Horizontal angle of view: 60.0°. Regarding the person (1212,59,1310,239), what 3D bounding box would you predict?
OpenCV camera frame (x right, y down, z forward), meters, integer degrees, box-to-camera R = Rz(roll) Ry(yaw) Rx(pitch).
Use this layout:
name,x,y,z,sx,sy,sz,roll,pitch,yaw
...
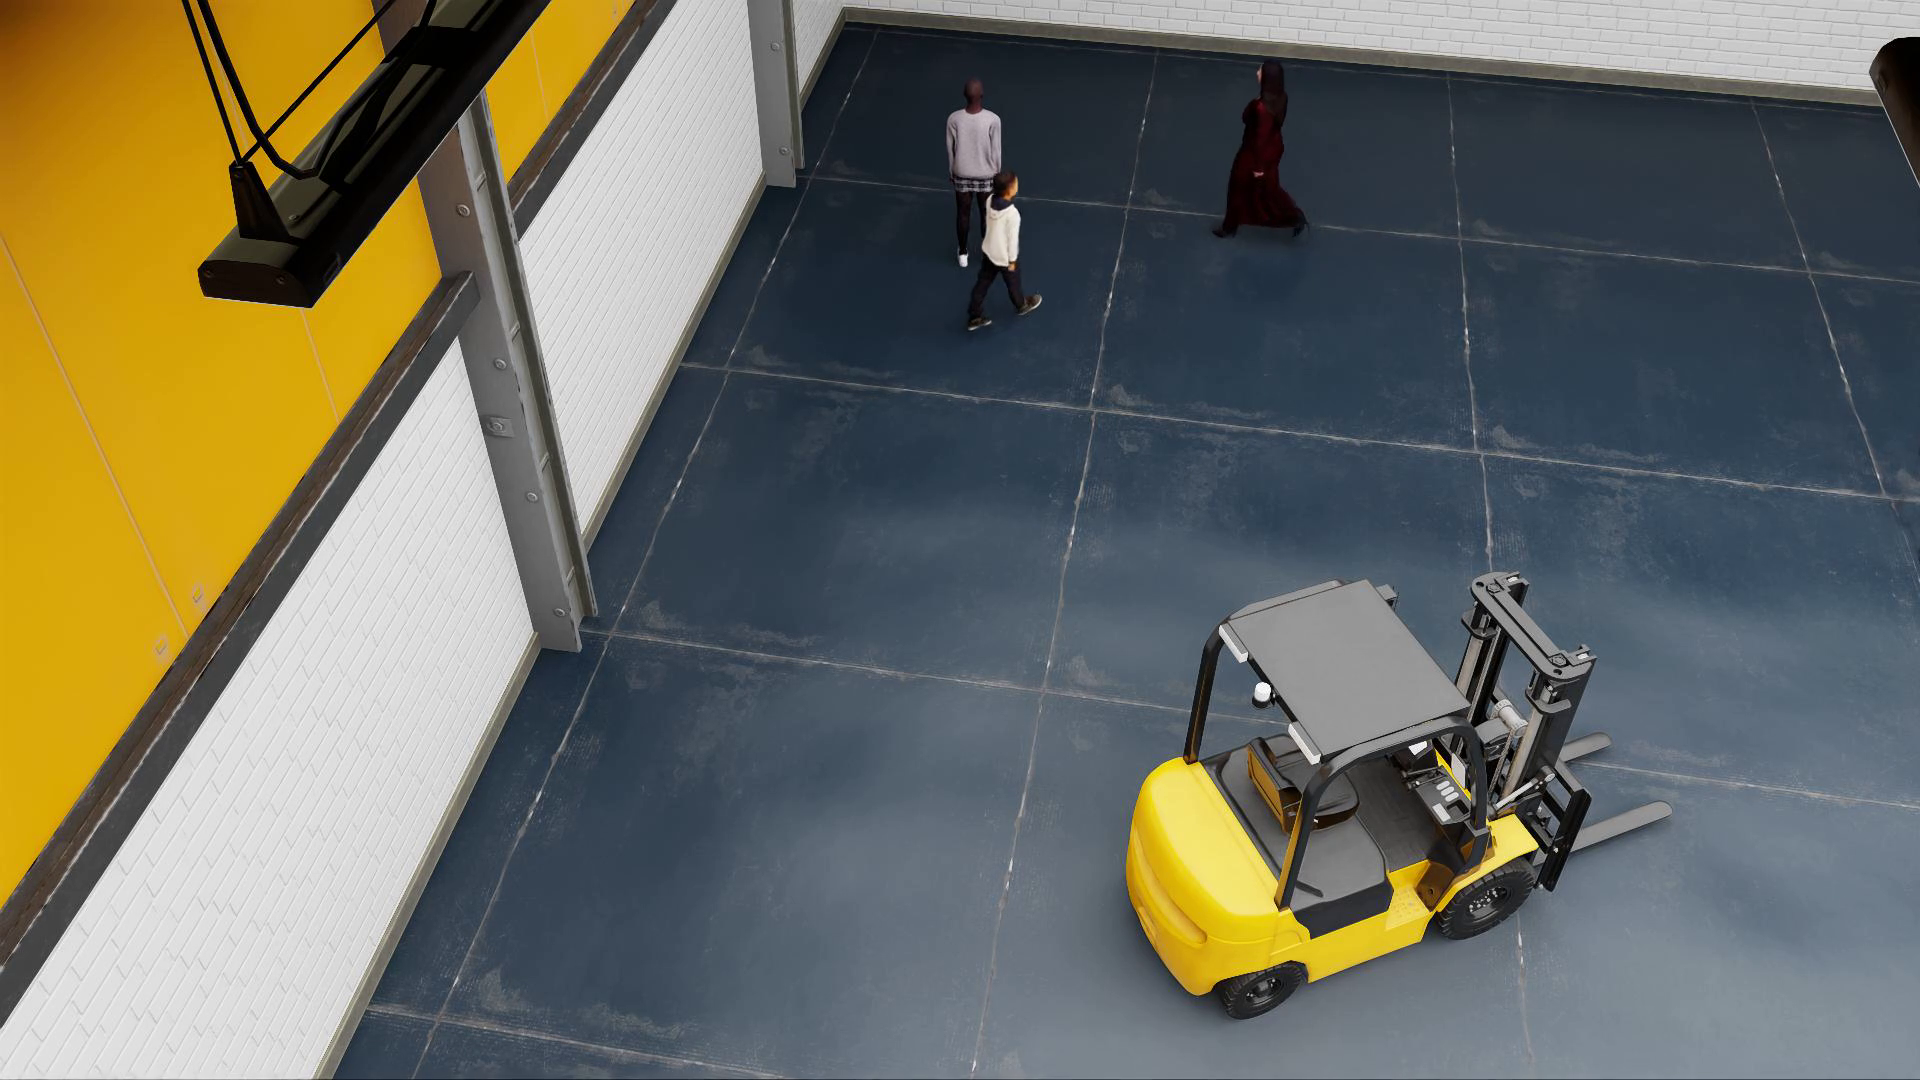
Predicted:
name,x,y,z,sx,sy,sz,roll,pitch,yaw
person,2.686,-3.298,14.336,0.876,1.730,1.065,17,46,17

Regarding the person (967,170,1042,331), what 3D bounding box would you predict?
name,x,y,z,sx,sy,sz,roll,pitch,yaw
person,0.263,-2.319,13.534,1.038,1.418,0.950,-29,51,-27

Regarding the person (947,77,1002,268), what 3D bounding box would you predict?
name,x,y,z,sx,sy,sz,roll,pitch,yaw
person,0.121,-3.112,14.111,0.620,1.772,0.548,4,44,4
